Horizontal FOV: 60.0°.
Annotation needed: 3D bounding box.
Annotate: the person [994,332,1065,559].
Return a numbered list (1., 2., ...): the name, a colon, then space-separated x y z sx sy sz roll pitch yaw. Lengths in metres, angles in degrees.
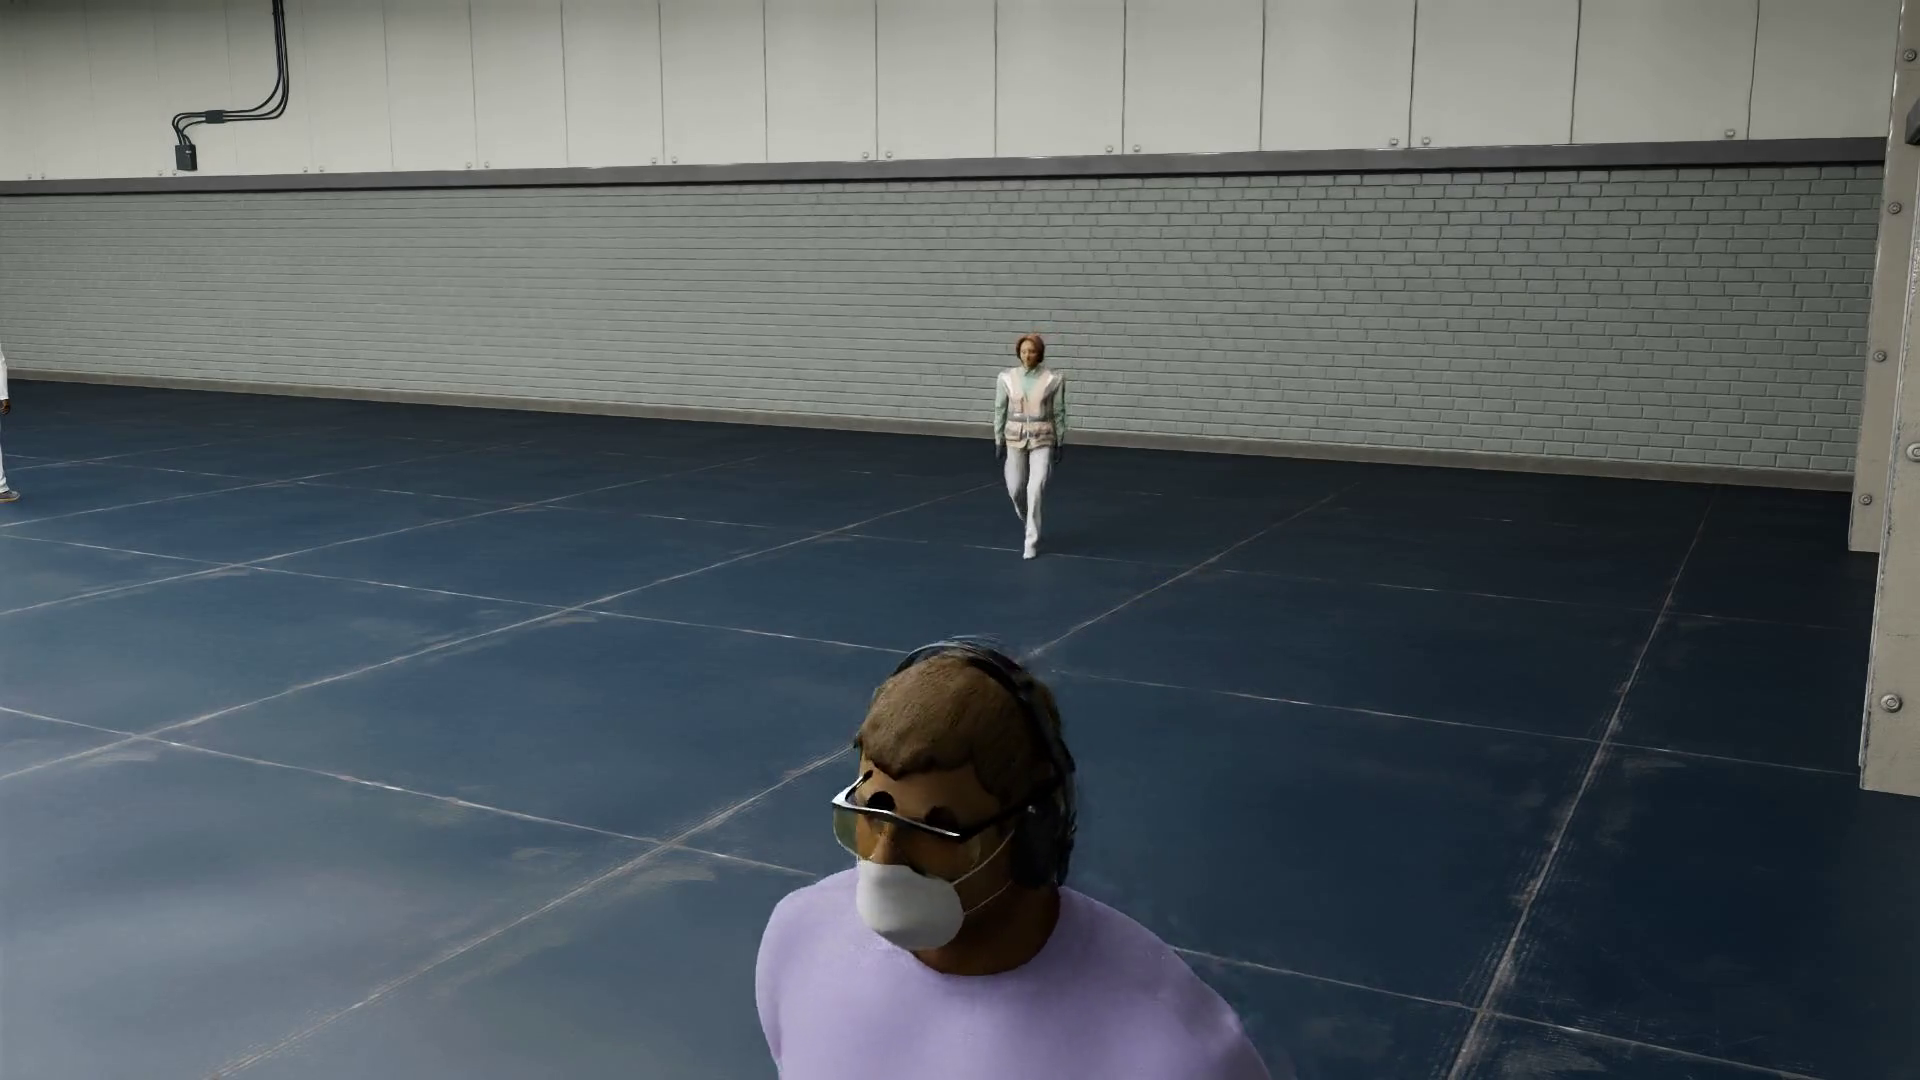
1. person: 0.516 -0.699 12.031 0.513 1.619 0.633 2 11 12

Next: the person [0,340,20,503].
1. person: -8.437 -1.242 14.246 0.575 1.883 0.355 -1 10 -3

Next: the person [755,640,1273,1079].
1. person: 0.096 1.010 1.896 0.642 1.921 0.668 8 13 36
